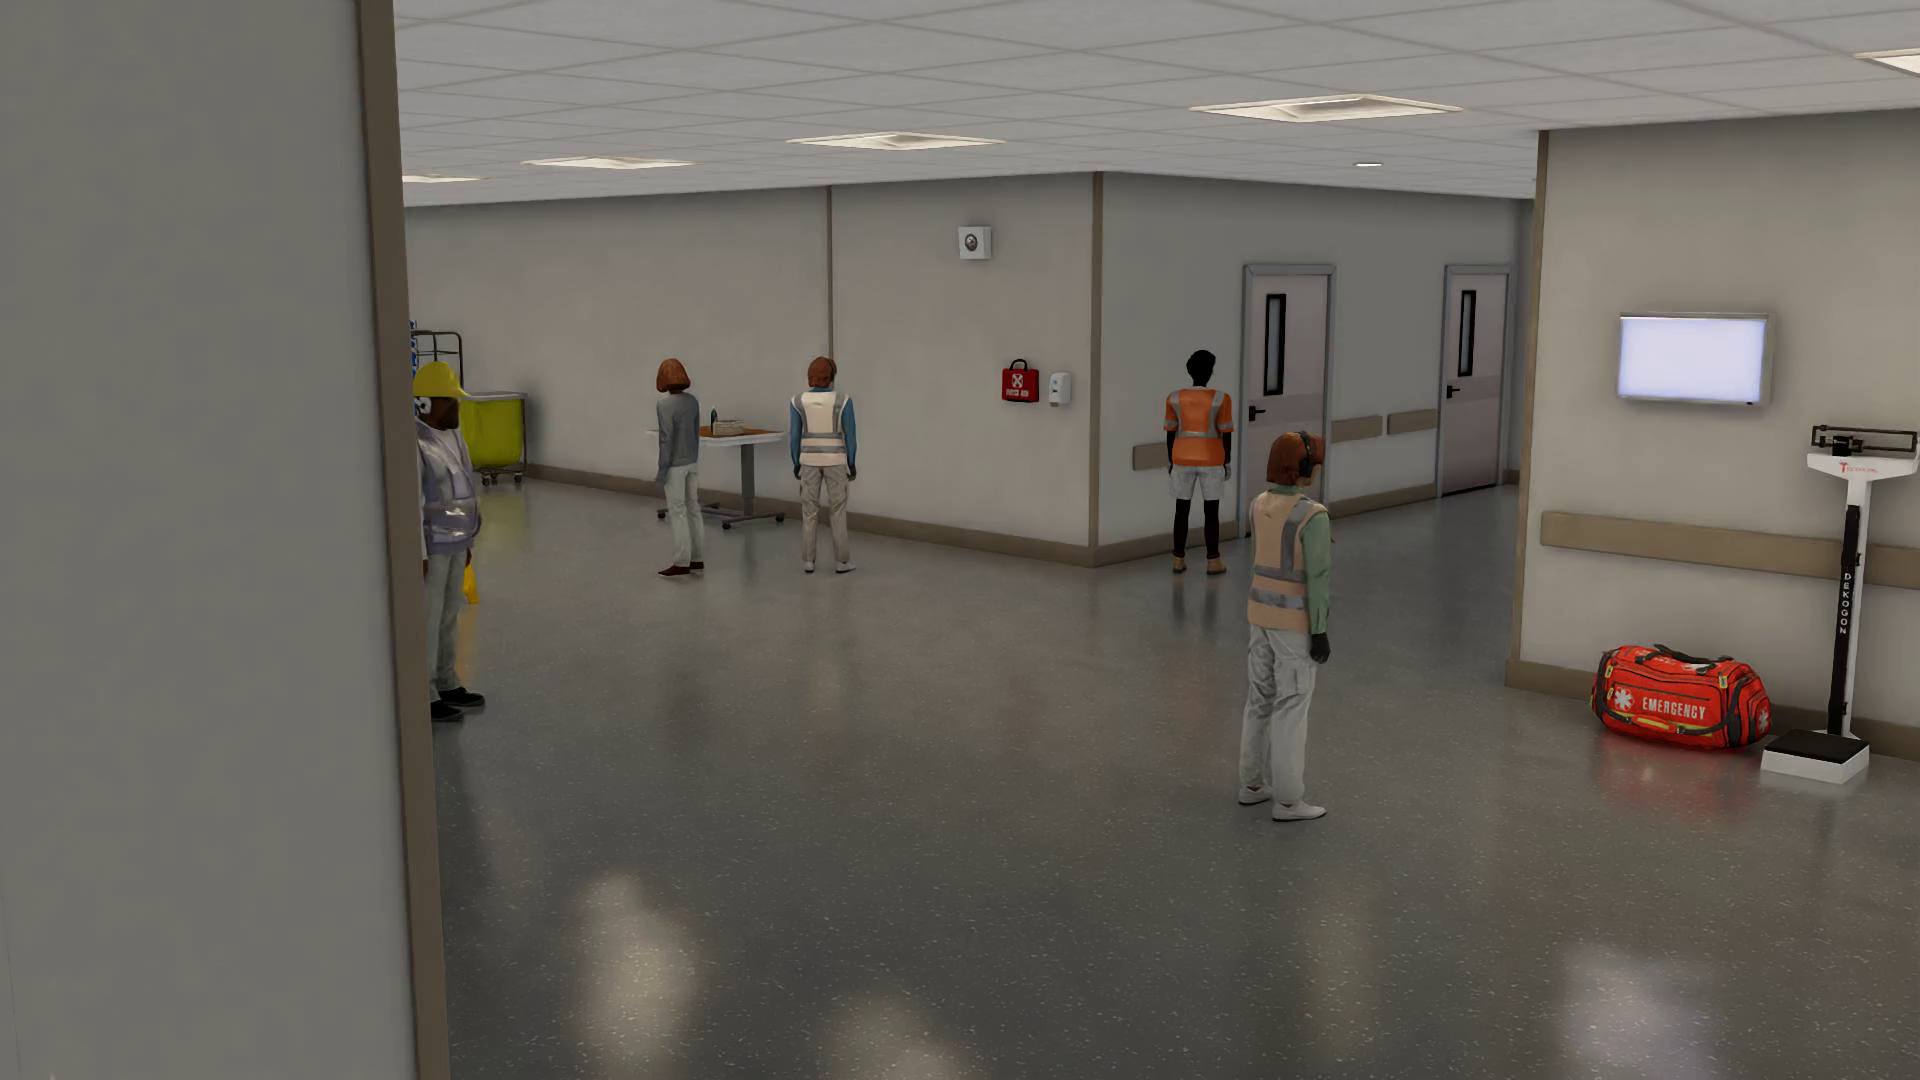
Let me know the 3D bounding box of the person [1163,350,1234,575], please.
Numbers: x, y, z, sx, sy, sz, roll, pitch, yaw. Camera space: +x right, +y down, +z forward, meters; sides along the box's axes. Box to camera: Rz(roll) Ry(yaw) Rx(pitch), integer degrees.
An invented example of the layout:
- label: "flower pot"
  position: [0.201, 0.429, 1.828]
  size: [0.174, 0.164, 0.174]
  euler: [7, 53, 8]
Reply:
- label: "person"
  position: [1.797, -0.579, 12.514]
  size: [0.537, 1.696, 0.317]
  euler: [4, 10, 21]

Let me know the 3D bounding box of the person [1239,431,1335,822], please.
- label: "person"
  position: [1.367, 0.359, 6.972]
  size: [0.315, 1.629, 0.508]
  euler: [-3, 10, -21]

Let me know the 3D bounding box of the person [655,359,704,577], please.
- label: "person"
  position: [-2.118, -0.540, 12.470]
  size: [0.282, 1.631, 0.503]
  euler: [4, 10, 23]

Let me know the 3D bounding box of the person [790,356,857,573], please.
- label: "person"
  position: [-1.028, -0.560, 12.567]
  size: [0.513, 1.642, 0.311]
  euler: [1, 9, 9]

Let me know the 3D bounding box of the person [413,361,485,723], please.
- label: "person"
  position: [-2.661, 0.002, 8.532]
  size: [0.403, 1.831, 0.595]
  euler: [1, 9, 8]
